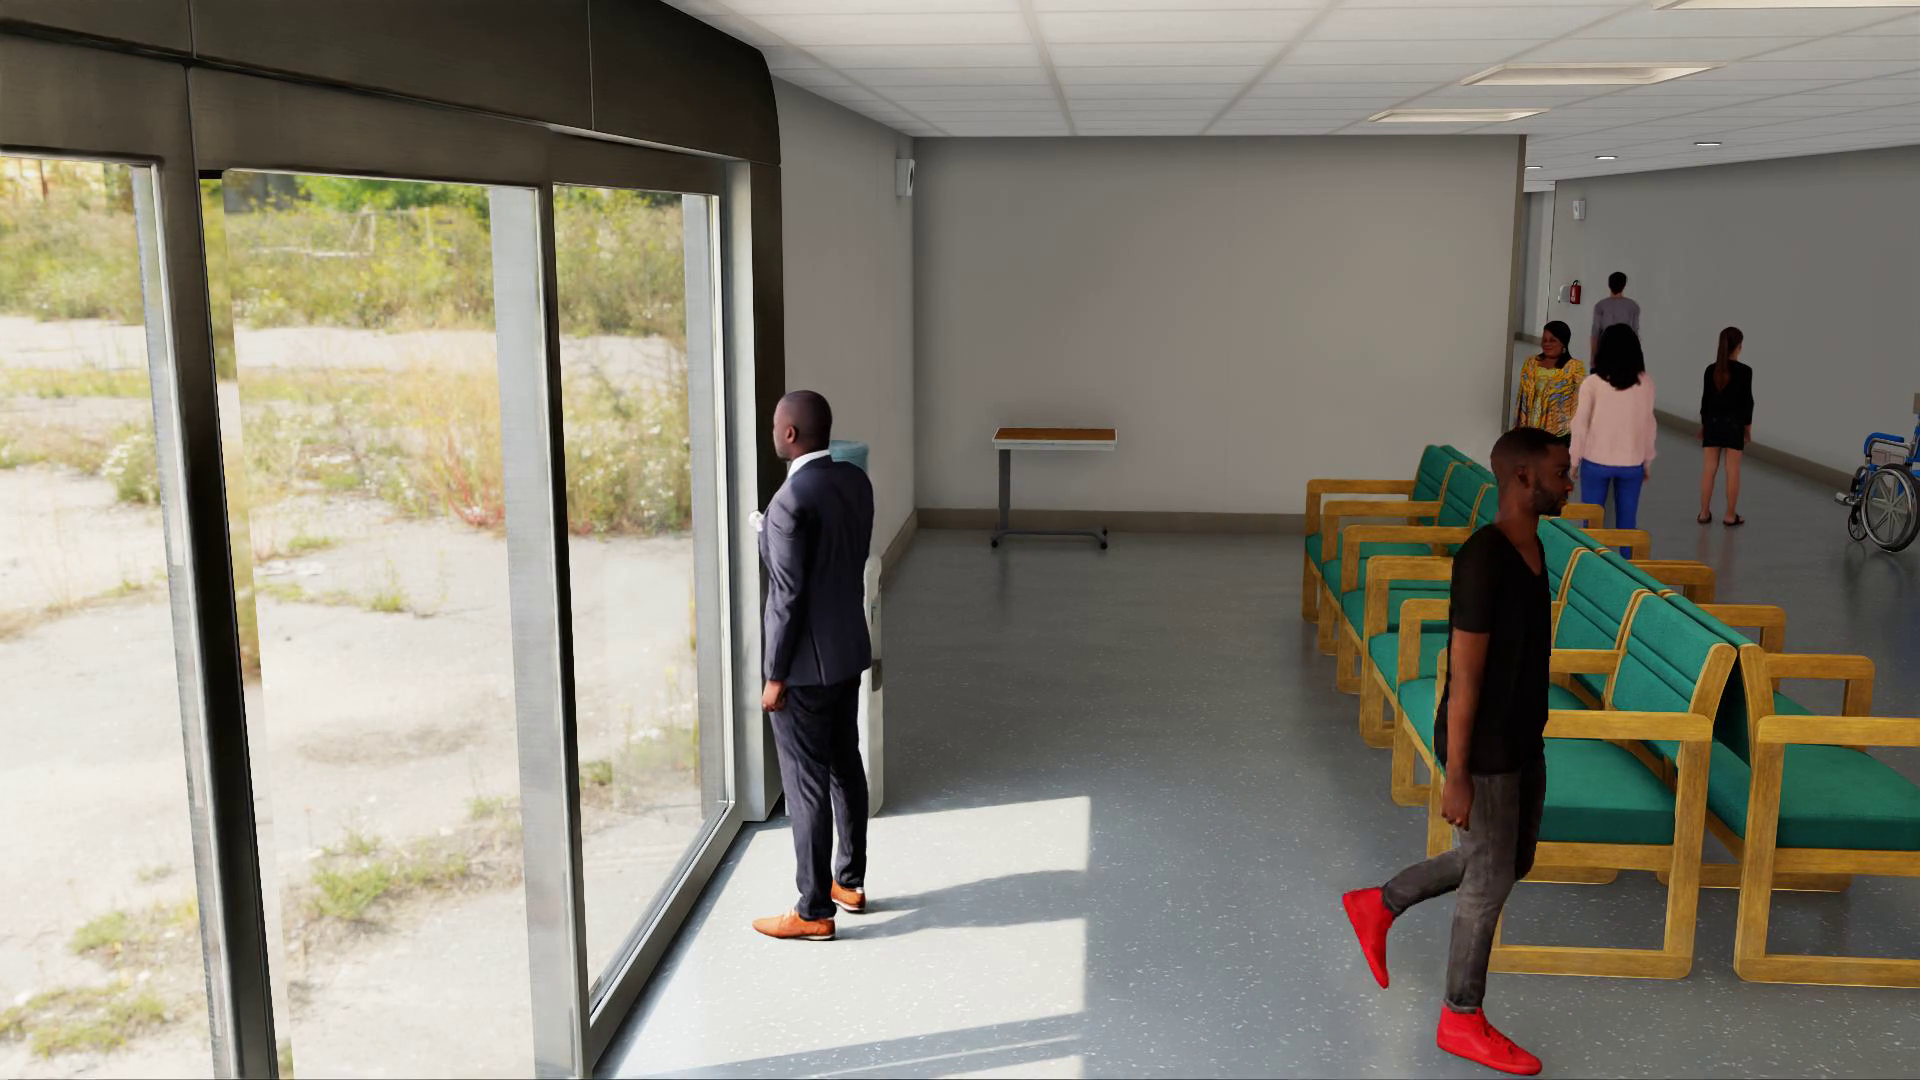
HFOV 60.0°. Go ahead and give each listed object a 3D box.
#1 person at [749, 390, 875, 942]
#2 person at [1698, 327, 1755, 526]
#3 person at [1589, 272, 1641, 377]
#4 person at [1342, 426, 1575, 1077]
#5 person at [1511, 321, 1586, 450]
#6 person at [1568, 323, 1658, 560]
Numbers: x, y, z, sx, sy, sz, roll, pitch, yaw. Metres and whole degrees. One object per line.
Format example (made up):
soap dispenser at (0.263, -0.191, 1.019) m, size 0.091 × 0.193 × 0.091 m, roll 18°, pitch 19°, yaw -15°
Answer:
person at (-0.477, 0.407, 5.523) m, size 0.738 × 1.824 × 0.778 m, roll 6°, pitch 12°, yaw 27°
person at (6.062, -0.911, 13.189) m, size 0.619 × 1.555 × 0.700 m, roll 8°, pitch 13°, yaw 37°
person at (7.147, -1.994, 18.168) m, size 0.709 × 1.826 × 0.761 m, roll 2°, pitch 11°, yaw 10°
person at (1.432, 0.574, 4.757) m, size 1.071 × 1.781 × 0.975 m, roll 10°, pitch 15°, yaw 43°
person at (4.356, -0.797, 12.321) m, size 0.865 × 1.655 × 0.934 m, roll 8°, pitch 14°, yaw 38°
person at (3.952, -0.431, 10.081) m, size 0.509 × 1.770 × 0.734 m, roll 2°, pitch 11°, yaw 10°
